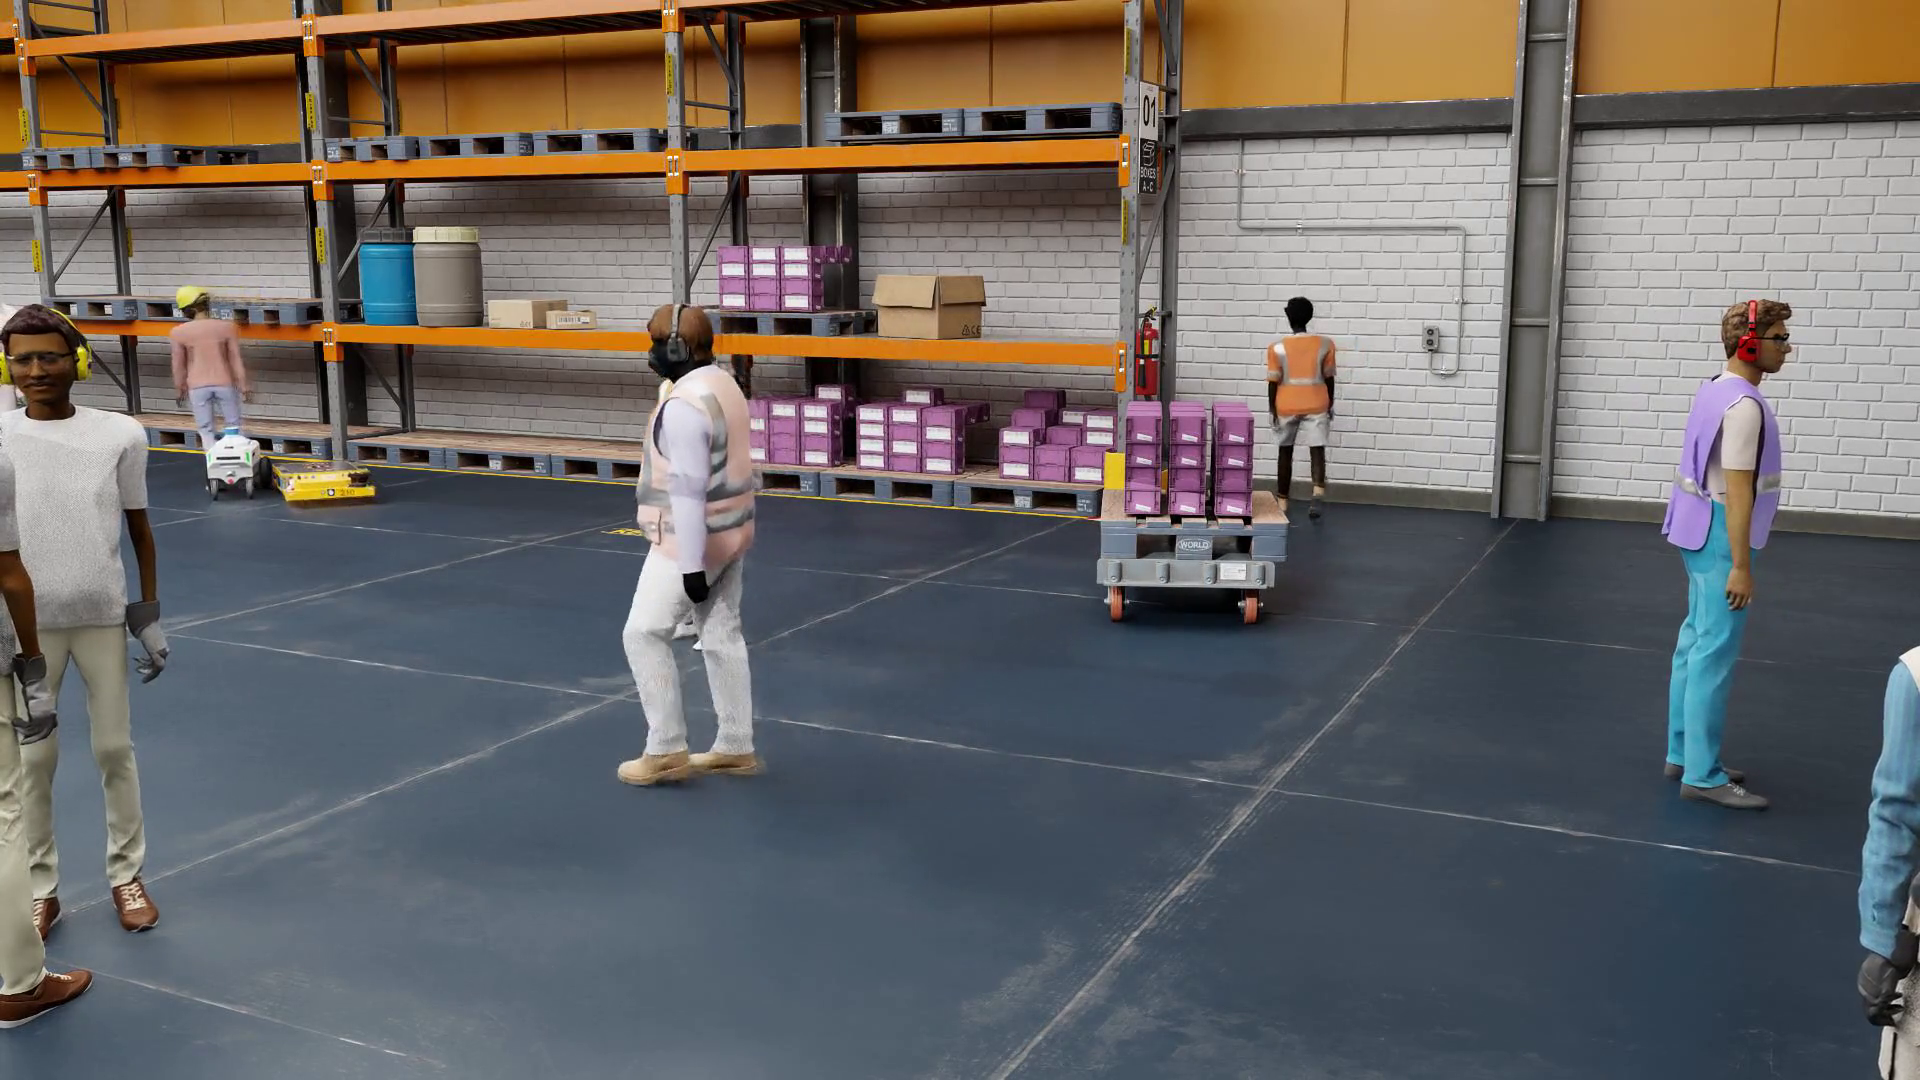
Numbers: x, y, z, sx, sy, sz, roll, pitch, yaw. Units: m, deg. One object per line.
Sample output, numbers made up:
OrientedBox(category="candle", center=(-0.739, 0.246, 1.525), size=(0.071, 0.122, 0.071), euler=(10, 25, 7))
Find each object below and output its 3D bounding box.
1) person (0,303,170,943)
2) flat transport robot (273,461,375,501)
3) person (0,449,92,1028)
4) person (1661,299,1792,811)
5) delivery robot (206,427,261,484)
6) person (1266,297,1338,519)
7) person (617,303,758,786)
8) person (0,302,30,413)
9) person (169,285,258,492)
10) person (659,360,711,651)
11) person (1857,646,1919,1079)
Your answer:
OrientedBox(category="person", center=(-2.603, 0.250, 4.867), size=(0.513, 1.872, 0.331), euler=(-5, 11, -26))
OrientedBox(category="flat transport robot", center=(-5.250, -0.500, 13.672), size=(0.652, 0.197, 1.431), euler=(-6, 10, -26))
OrientedBox(category="person", center=(-2.607, 0.349, 4.307), size=(0.514, 1.872, 0.328), euler=(0, 10, -1))
OrientedBox(category="person", center=(2.798, 0.043, 6.120), size=(0.393, 1.846, 0.564), euler=(3, 10, 14))
OrientedBox(category="delivery robot", center=(-5.992, -0.687, 13.728), size=(0.477, 0.478, 0.707), euler=(-3, 10, -16))
OrientedBox(category="person", center=(2.564, -0.993, 12.515), size=(0.543, 1.678, 0.720), euler=(1, 10, 8))
OrientedBox(category="person", center=(-1.076, 0.024, 6.300), size=(0.618, 1.825, 0.633), euler=(2, 10, 12))
OrientedBox(category="person", center=(-7.423, -1.124, 12.629), size=(0.638, 1.910, 0.407), euler=(-5, 11, -24))
OrientedBox(category="person", center=(-6.303, -1.266, 13.950), size=(0.549, 1.723, 0.455), euler=(-6, 12, -32))
OrientedBox(category="person", center=(-1.352, -0.261, 8.448), size=(0.515, 1.641, 0.315), euler=(9, 13, 42))
OrientedBox(category="person", center=(1.793, 0.722, 2.811), size=(0.522, 1.645, 0.306), euler=(2, 10, 12))
